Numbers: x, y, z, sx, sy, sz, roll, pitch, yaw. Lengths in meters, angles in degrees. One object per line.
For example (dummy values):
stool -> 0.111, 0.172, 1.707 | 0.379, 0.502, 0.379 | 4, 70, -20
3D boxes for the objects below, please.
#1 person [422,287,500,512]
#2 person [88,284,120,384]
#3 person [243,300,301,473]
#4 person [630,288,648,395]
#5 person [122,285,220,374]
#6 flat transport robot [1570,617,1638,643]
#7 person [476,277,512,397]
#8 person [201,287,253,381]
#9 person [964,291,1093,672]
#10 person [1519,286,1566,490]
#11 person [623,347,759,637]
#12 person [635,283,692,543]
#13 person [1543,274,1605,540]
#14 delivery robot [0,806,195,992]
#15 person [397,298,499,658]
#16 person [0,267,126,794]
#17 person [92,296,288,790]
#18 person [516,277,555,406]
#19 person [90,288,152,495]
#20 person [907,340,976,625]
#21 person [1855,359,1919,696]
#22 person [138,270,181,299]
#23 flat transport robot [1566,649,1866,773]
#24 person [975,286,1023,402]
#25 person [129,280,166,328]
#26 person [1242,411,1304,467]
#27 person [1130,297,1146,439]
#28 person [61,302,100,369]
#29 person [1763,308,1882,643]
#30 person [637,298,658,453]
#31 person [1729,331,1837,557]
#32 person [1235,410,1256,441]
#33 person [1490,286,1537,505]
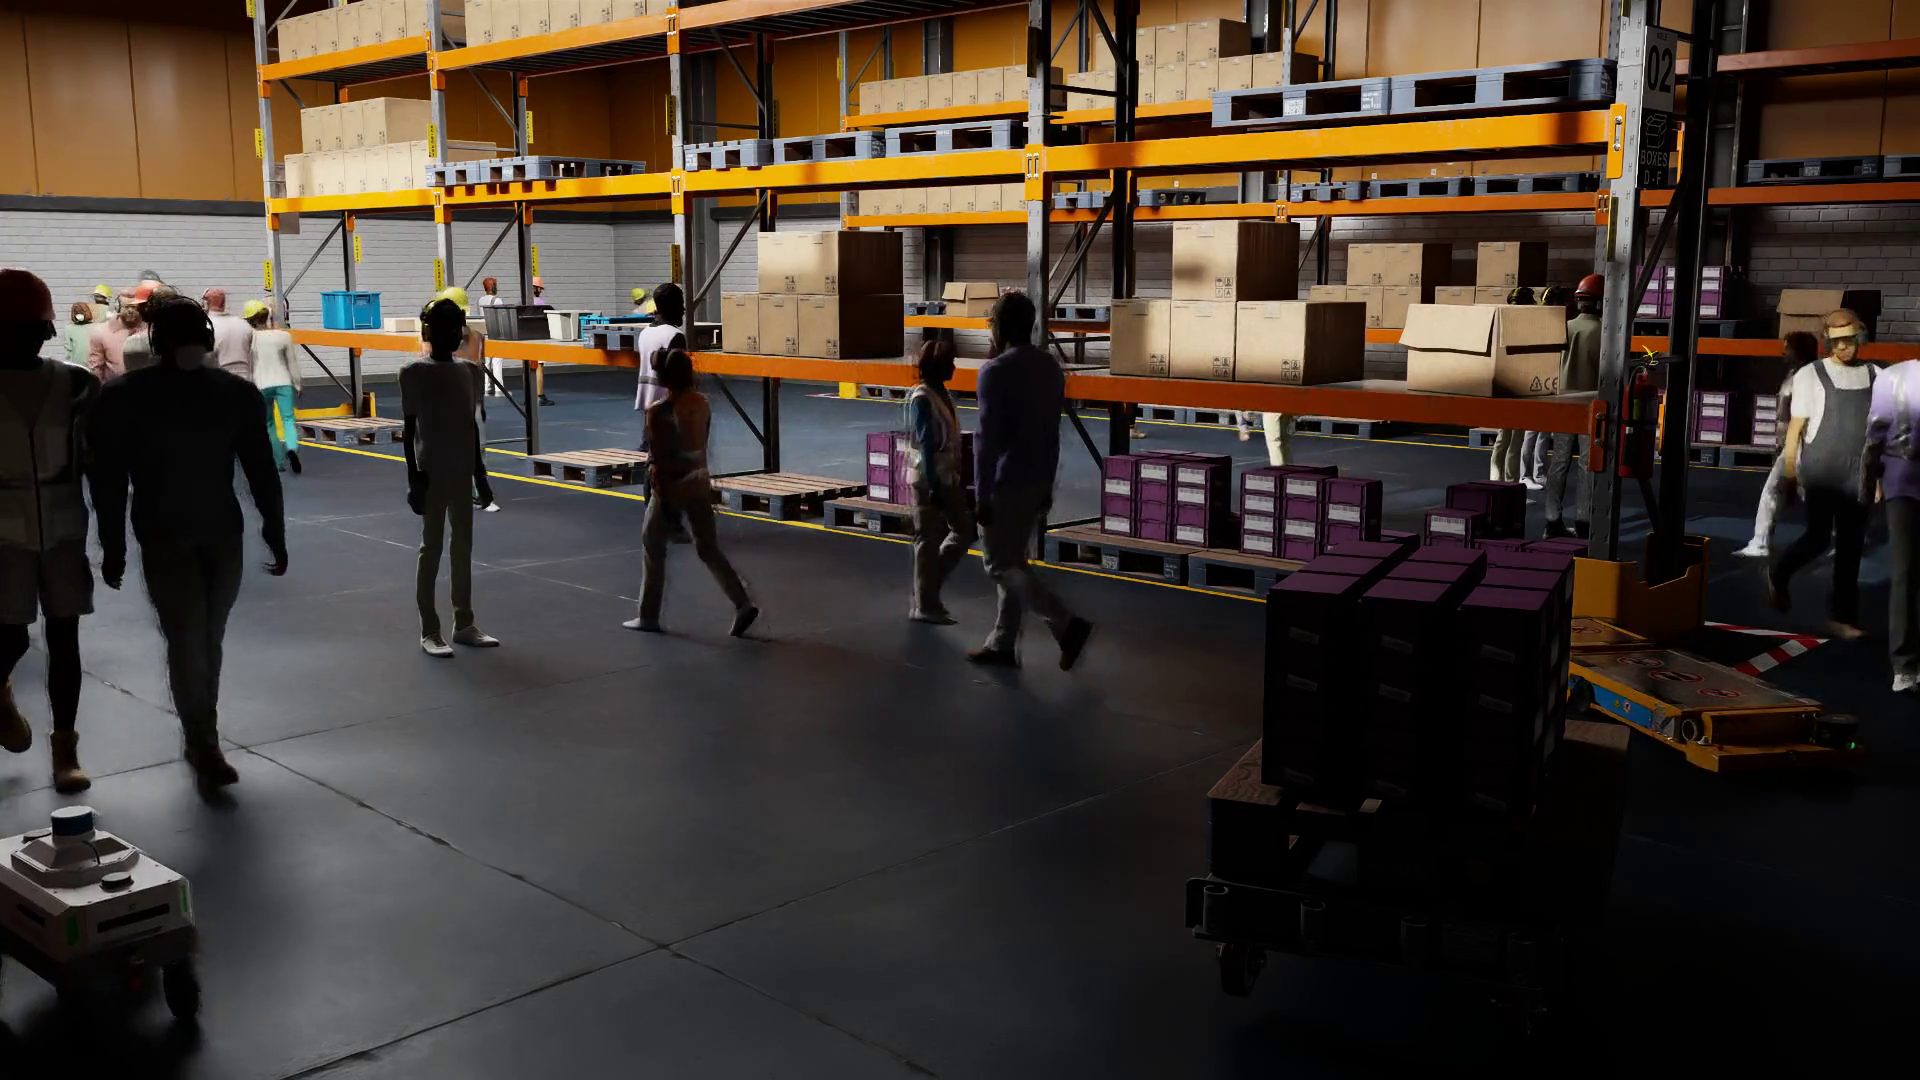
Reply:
person -> -4.279, -1.192, 14.045 | 0.603, 1.886, 0.967 | -9, 13, -44
person -> -11.868, -2.655, 23.198 | 0.603, 1.812, 0.574 | 1, 9, 9
person -> -6.767, -1.498, 16.355 | 0.570, 1.721, 0.747 | -5, 11, -30
person -> -5.033, -3.194, 26.815 | 0.628, 1.721, 0.332 | -7, 11, -36
person -> -5.320, -0.732, 11.113 | 0.840, 1.908, 0.638 | 5, 11, 28
flat transport robot -> 2.746, 0.552, 8.241 | 1.431, 0.197, 0.652 | -2, 9, -9
person -> -7.411, -3.215, 26.403 | 0.575, 1.885, 0.355 | 6, 11, 31
person -> -6.730, -1.384, 15.262 | 0.959, 1.860, 0.626 | 6, 11, 31
person -> 0.333, -0.264, 8.221 | 0.767, 1.918, 0.636 | 7, 12, 37
person -> 5.390, -1.394, 15.287 | 0.530, 1.869, 0.311 | -7, 11, -36
person -> -1.491, -0.260, 9.137 | 0.796, 1.605, 0.513 | 6, 11, 34
person -> -2.180, -0.931, 12.325 | 0.399, 1.924, 0.598 | -7, 12, -37
person -> 4.609, -0.959, 12.279 | 0.405, 1.987, 0.608 | -7, 11, -35
delivery robot -> -2.397, 0.969, 4.527 | 0.707, 0.478, 0.477 | 8, 12, 40
person -> -2.692, -0.330, 8.757 | 0.328, 1.873, 0.512 | 6, 11, 33
person -> -3.604, -0.032, 6.436 | 0.630, 2.026, 0.634 | -8, 12, -42
person -> -2.952, 0.016, 6.511 | 0.662, 1.905, 0.888 | -9, 13, -43
person -> -6.282, -2.939, 24.577 | 0.542, 1.928, 0.374 | 5, 11, 30
person -> -7.217, -1.267, 14.513 | 0.647, 1.865, 0.915 | -4, 10, -23
person -> -0.120, -0.316, 9.418 | 0.371, 1.627, 0.518 | 4, 10, 22
person -> 4.611, -0.199, 7.844 | 0.600, 1.895, 0.789 | 3, 10, 17
person -> -10.179, -2.441, 21.181 | 0.710, 2.000, 0.590 | -8, 12, -41
flat transport robot -> 3.185, 0.709, 7.280 | 0.652, 0.197, 1.431 | -2, 9, -9
person -> 0.507, -1.471, 15.796 | 0.982, 1.865, 0.647 | 5, 11, 30
person -> -6.164, -1.034, 12.867 | 0.551, 1.935, 0.372 | 8, 12, 39
person -> 2.741, -1.146, 14.533 | 0.501, 1.610, 0.524 | -5, 10, -26
person -> 2.051, -2.055, 19.883 | 0.321, 1.694, 0.535 | -4, 10, -23
person -> -10.832, -2.136, 20.609 | 0.526, 1.615, 0.504 | -3, 10, -18
person -> 4.783, -0.373, 9.188 | 0.533, 1.823, 0.683 | -1, 9, -9
person -> -3.149, -1.694, 17.589 | 0.534, 1.721, 0.926 | -8, 12, -41
person -> 5.909, -0.653, 11.600 | 0.838, 1.606, 0.535 | 3, 10, 17
person -> 3.326, -2.072, 19.625 | 0.637, 1.814, 0.497 | -1, 9, -8
person -> 4.742, -1.213, 14.162 | 0.514, 1.876, 0.328 | -7, 12, -38
